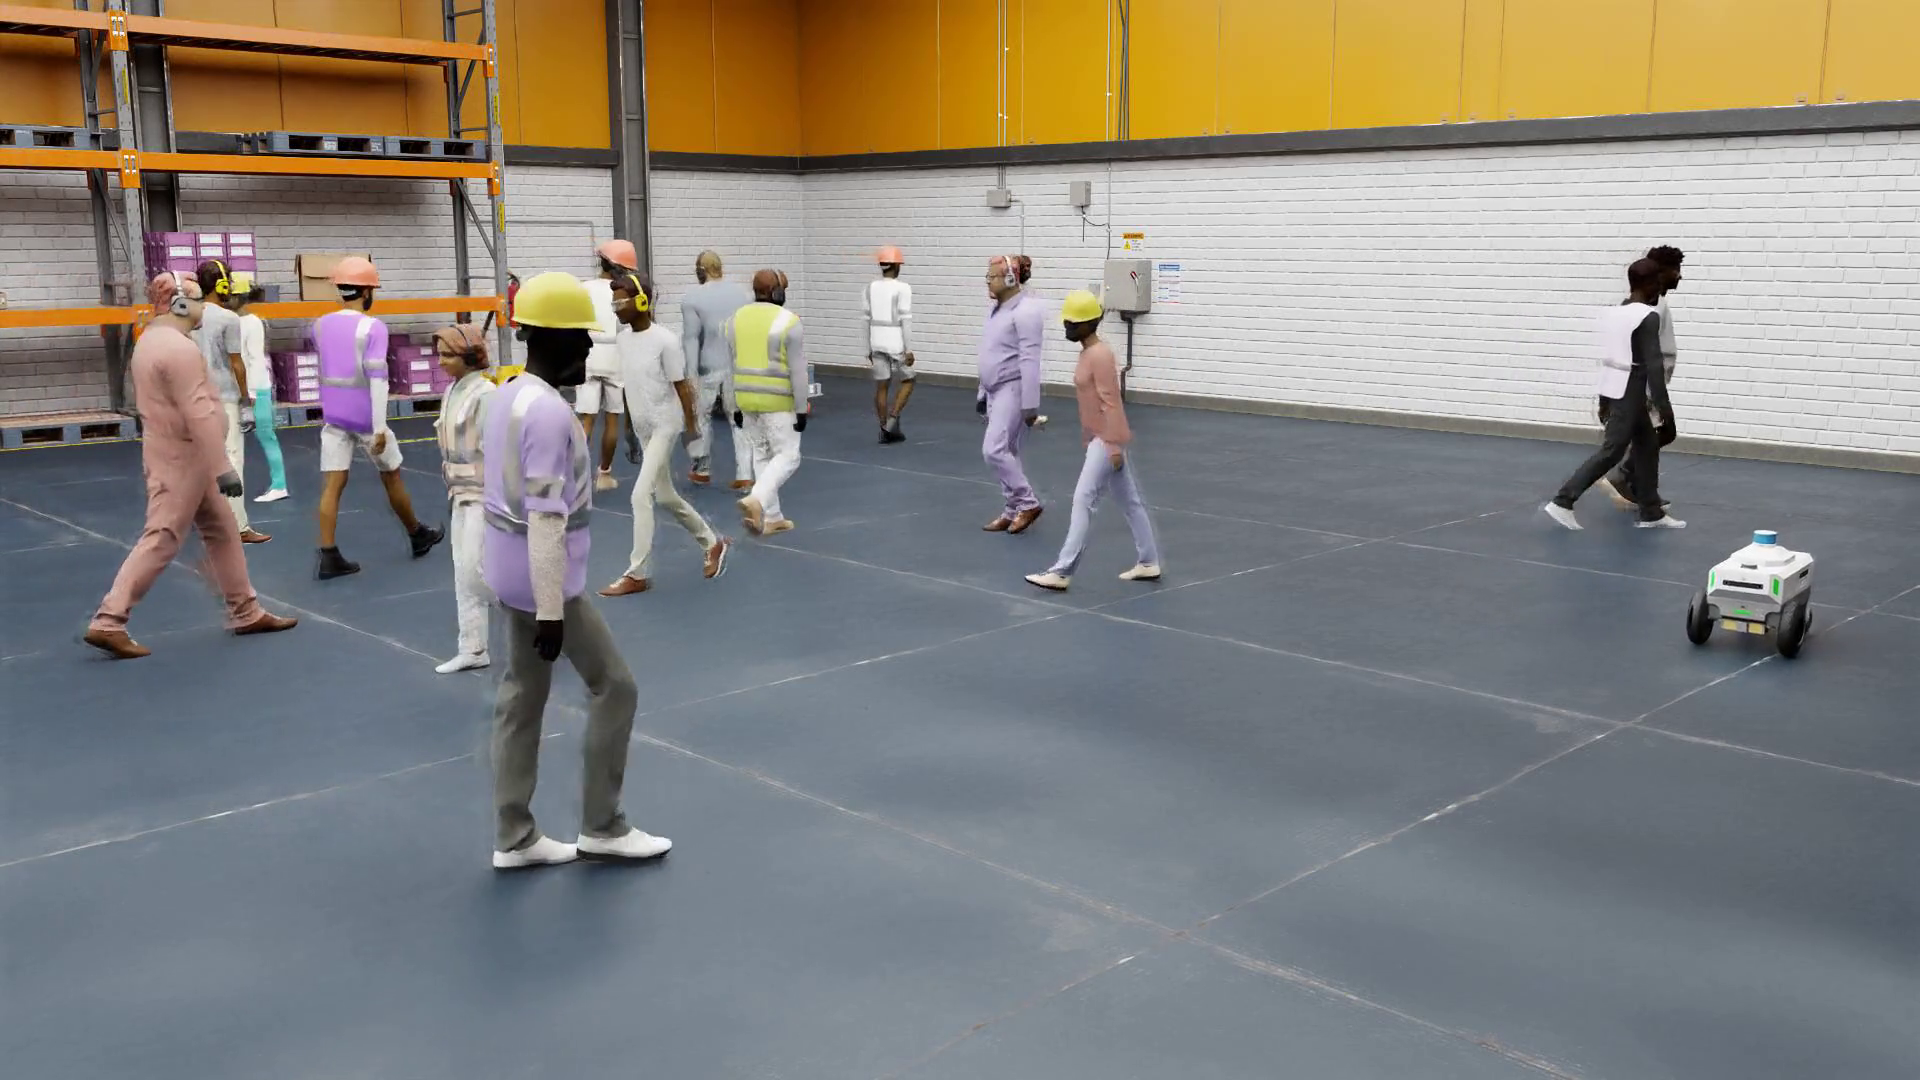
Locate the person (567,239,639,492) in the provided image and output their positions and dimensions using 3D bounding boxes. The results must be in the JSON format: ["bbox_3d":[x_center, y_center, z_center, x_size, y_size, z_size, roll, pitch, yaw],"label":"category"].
[{"bbox_3d":[-2.759,-1.314,12.853,0.663,1.990,0.778,0,10,2],"label":"person"}]

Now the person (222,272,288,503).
[{"bbox_3d":[-5.442,-1.124,12.482,0.562,1.742,0.721,9,14,40],"label":"person"}]

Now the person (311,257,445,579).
[{"bbox_3d":[-3.588,-0.756,10.079,0.558,1.880,1.013,3,11,18],"label":"person"}]

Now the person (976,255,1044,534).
[{"bbox_3d":[0.298,-0.970,11.252,0.433,1.890,0.656,-3,11,-16],"label":"person"}]

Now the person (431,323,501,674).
[{"bbox_3d":[-2.190,-0.189,7.696,0.474,1.626,0.536,-7,13,-35],"label":"person"}]

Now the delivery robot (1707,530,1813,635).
[{"bbox_3d":[3.988,0.196,8.276,0.477,0.478,0.707,8,13,38],"label":"delivery robot"}]

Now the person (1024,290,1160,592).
[{"bbox_3d":[0.763,-0.557,9.484,0.904,1.706,0.608,-1,10,-6],"label":"person"}]

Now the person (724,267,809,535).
[{"bbox_3d":[-1.306,-0.898,11.072,0.632,1.822,0.662,6,12,30],"label":"person"}]

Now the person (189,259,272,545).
[{"bbox_3d":[-4.836,-0.890,10.879,0.535,1.864,0.309,4,11,23],"label":"person"}]

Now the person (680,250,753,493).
[{"bbox_3d":[-1.938,-1.327,13.174,0.670,1.893,0.959,-8,13,-35],"label":"person"}]

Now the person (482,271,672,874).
[{"bbox_3d":[-1.214,0.114,5.278,0.702,1.901,0.610,-5,12,-27],"label":"person"}]

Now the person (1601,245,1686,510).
[{"bbox_3d":[5.056,-1.170,12.152,0.416,1.953,0.642,3,11,18],"label":"person"}]

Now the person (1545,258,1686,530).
[{"bbox_3d":[4.523,-0.984,11.378,0.974,1.880,0.589,1,10,4],"label":"person"}]

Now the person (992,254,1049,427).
[{"bbox_3d":[0.688,-2.113,17.685,0.896,1.807,0.647,7,12,33],"label":"person"}]

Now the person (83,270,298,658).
[{"bbox_3d":[-3.830,-0.372,8.099,0.984,1.863,0.653,-6,12,-31],"label":"person"}]

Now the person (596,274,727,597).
[{"bbox_3d":[-1.696,-0.618,9.545,0.914,1.822,0.571,-10,14,-43],"label":"person"}]

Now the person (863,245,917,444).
[{"bbox_3d":[-0.666,-1.887,16.141,0.567,1.926,0.400,6,12,32],"label":"person"}]
